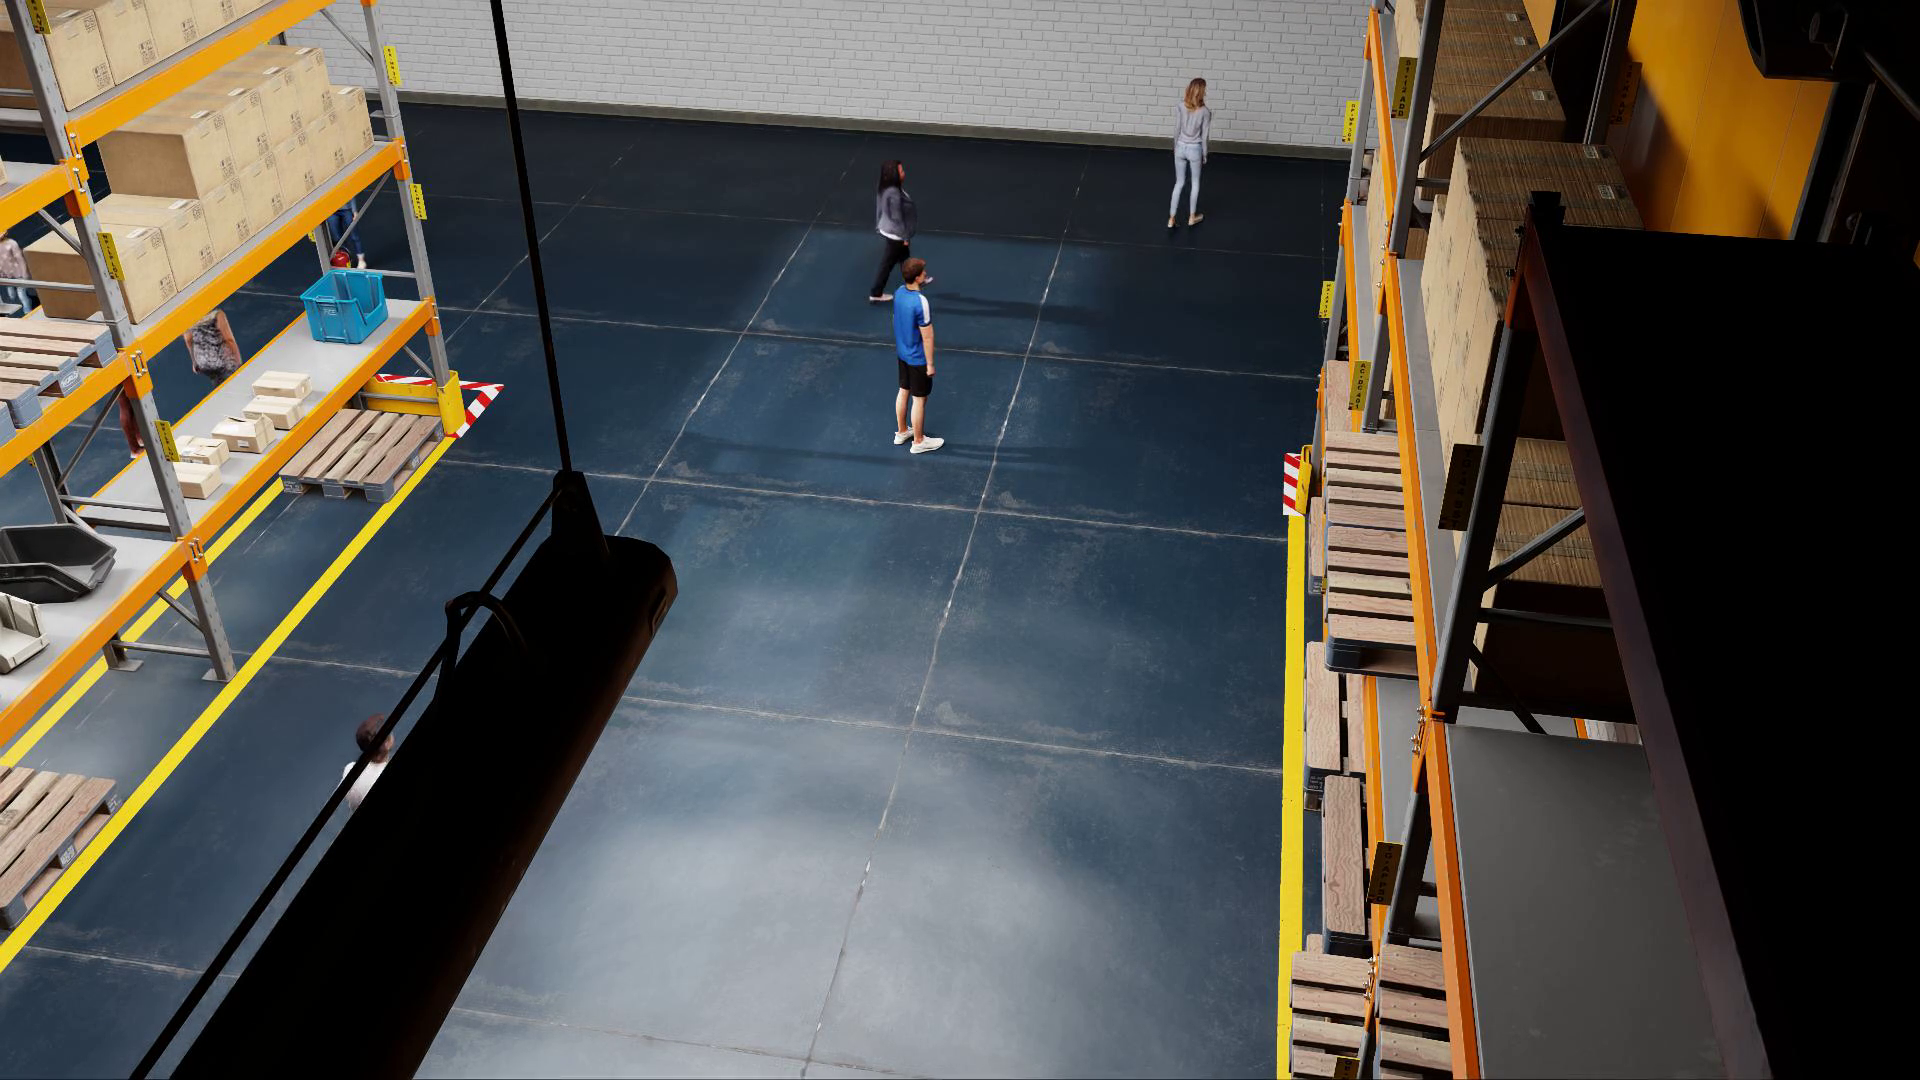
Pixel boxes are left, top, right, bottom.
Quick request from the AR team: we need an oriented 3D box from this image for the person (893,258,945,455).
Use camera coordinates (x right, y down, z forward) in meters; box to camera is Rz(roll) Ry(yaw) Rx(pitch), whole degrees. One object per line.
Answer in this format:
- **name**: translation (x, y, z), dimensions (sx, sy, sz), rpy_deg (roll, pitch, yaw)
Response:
- **person**: translation (-0.421, -1.685, 15.029), dimensions (0.795, 1.866, 0.742), rpy_deg (-23, 40, -31)

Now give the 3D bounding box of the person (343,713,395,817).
- **person**: translation (-3.358, 1.852, 9.725), dimensions (0.783, 1.845, 1.004), rpy_deg (13, 36, 19)

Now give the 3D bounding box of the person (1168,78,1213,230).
- **person**: translation (2.686, -4.500, 19.322), dimensions (0.806, 1.801, 0.961), rpy_deg (14, 36, 20)

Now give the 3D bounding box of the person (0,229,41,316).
- **person**: translation (-9.824, -2.794, 17.310), dimensions (0.489, 1.186, 0.667), rpy_deg (6, 34, 9)

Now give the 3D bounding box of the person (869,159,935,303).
- **person**: translation (-0.767, -3.249, 17.657), dimensions (1.019, 1.561, 1.068), rpy_deg (-10, 35, -14)
